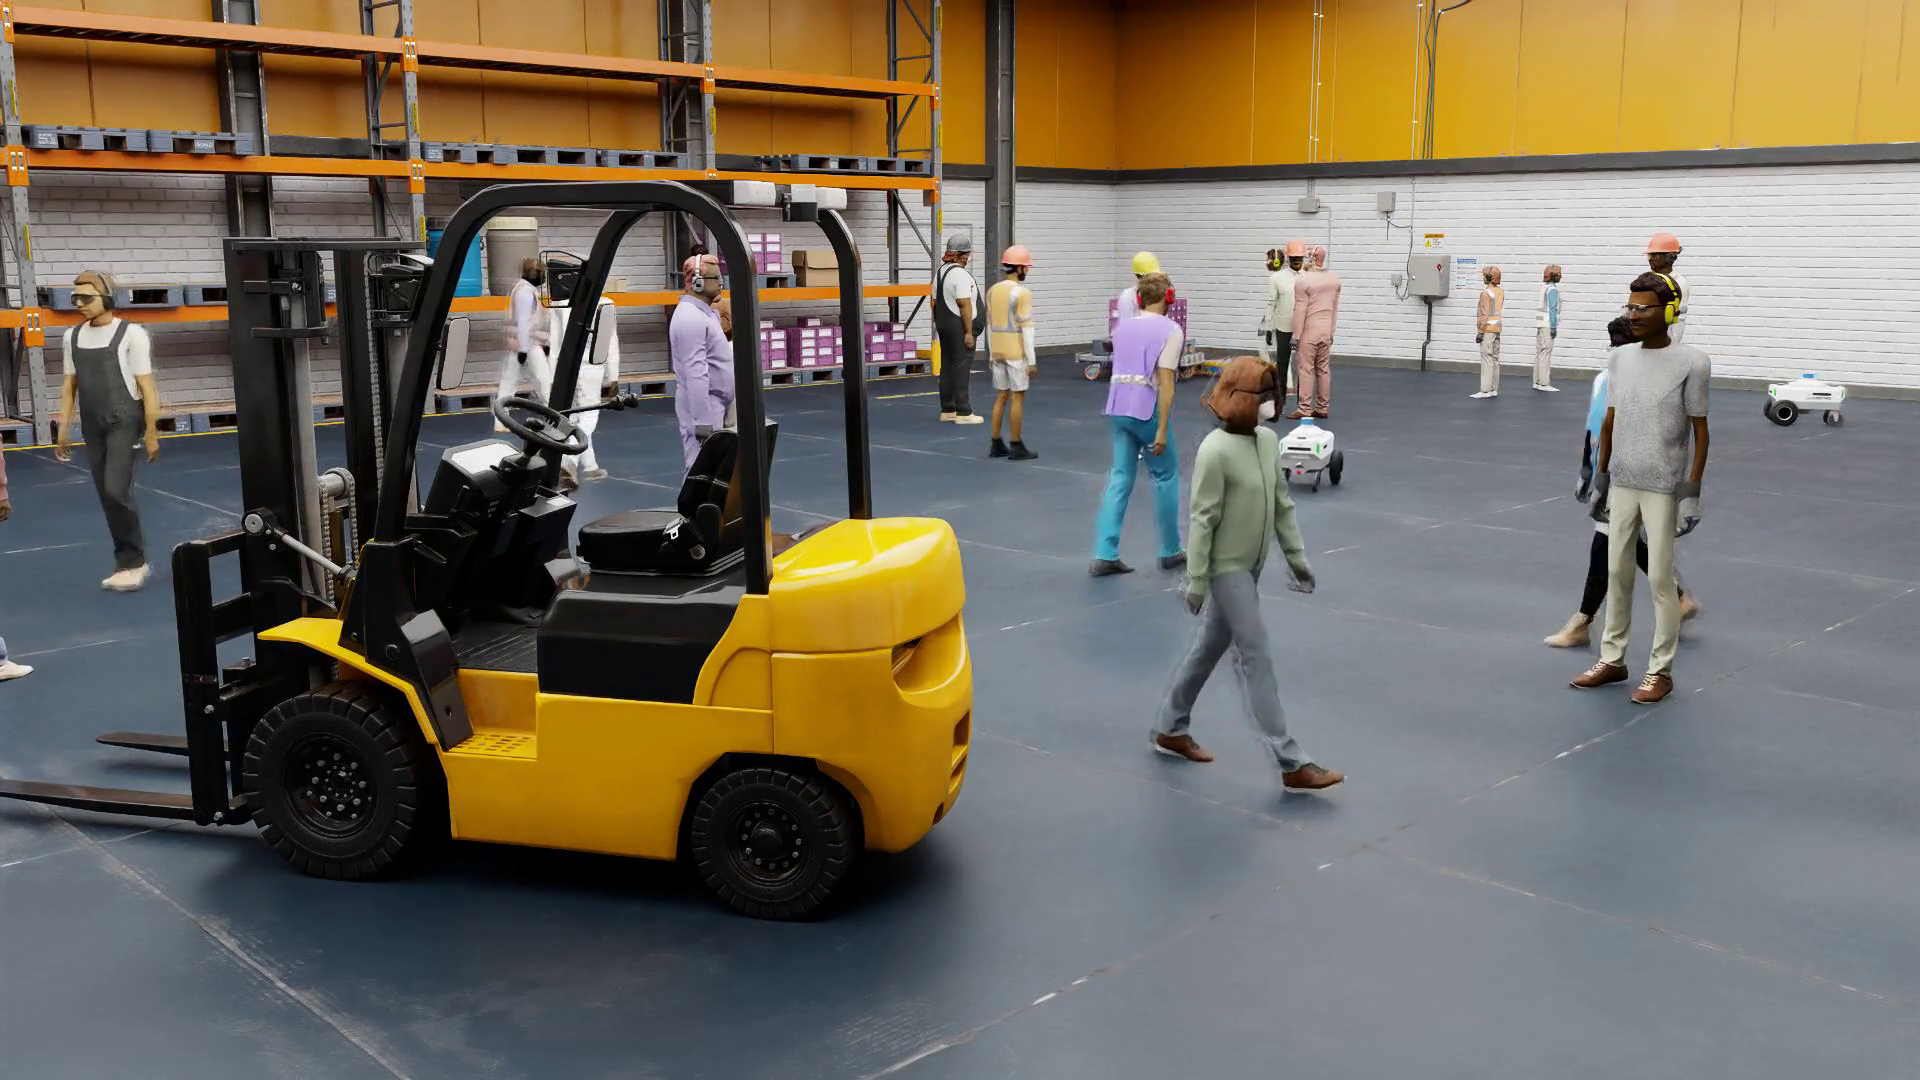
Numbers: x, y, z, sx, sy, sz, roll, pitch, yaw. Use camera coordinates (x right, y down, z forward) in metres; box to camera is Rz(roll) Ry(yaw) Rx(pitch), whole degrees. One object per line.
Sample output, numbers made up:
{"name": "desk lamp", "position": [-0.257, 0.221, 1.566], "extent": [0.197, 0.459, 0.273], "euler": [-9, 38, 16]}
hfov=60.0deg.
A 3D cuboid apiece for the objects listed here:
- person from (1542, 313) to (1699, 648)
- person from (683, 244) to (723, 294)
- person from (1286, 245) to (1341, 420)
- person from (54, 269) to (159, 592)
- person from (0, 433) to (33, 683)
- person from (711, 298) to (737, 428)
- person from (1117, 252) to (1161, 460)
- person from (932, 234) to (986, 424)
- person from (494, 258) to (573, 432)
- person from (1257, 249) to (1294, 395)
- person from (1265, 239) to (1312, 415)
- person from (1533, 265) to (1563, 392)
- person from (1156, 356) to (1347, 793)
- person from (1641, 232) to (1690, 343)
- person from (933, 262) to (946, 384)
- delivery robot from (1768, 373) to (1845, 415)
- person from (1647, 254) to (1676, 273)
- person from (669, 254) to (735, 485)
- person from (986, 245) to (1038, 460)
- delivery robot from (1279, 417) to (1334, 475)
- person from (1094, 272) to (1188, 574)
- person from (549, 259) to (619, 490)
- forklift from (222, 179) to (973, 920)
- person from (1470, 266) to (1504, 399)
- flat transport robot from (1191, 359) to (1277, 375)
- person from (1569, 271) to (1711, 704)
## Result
{"name": "person", "position": [3.327, -0.288, 8.150], "extent": [0.834, 1.661, 0.529], "euler": [-2, 11, -10]}
{"name": "person", "position": [-2.932, -2.404, 18.988], "extent": [0.392, 1.919, 0.592], "euler": [6, 12, 29]}
{"name": "person", "position": [3.867, -2.274, 18.294], "extent": [0.651, 1.913, 0.410], "euler": [-7, 13, -35]}
{"name": "person", "position": [-4.851, -0.600, 9.390], "extent": [0.523, 1.829, 0.504], "euler": [2, 11, 13]}
{"name": "person", "position": [-4.535, -0.218, 7.478], "extent": [0.523, 1.769, 0.316], "euler": [0, 10, 2]}
{"name": "person", "position": [-1.437, -0.707, 10.509], "extent": [0.274, 1.632, 0.503], "euler": [0, 10, 2]}
{"name": "person", "position": [1.593, -1.629, 14.873], "extent": [0.622, 1.870, 0.614], "euler": [-10, 14, -43]}
{"name": "person", "position": [0.014, -2.284, 17.997], "extent": [0.537, 2.000, 0.679], "euler": [-5, 12, -27]}
{"name": "person", "position": [-4.389, -1.997, 17.141], "extent": [0.971, 1.782, 0.648], "euler": [-4, 11, -19]}
{"name": "person", "position": [3.941, -2.754, 21.115], "extent": [0.747, 1.846, 0.535], "euler": [3, 11, 15]}
{"name": "person", "position": [3.766, -2.393, 18.759], "extent": [0.628, 1.983, 0.424], "euler": [0, 10, 0]}
{"name": "person", "position": [7.654, -2.754, 21.652], "extent": [0.314, 1.641, 0.515], "euler": [1, 10, 6]}
{"name": "person", "position": [1.064, 0.115, 6.150], "extent": [0.859, 1.586, 0.501], "euler": [7, 13, 34]}
{"name": "person", "position": [6.292, -1.739, 15.023], "extent": [0.377, 2.044, 0.607], "euler": [-1, 10, -7]}
{"name": "person", "position": [-0.122, -2.965, 22.647], "extent": [0.529, 1.697, 0.321], "euler": [-2, 11, -13]}
{"name": "delivery robot", "position": [9.050, -1.547, 17.779], "extent": [0.707, 0.478, 0.477], "euler": [3, 11, 17]}
{"name": "person", "position": [7.317, -2.144, 17.518], "extent": [0.551, 1.936, 0.356], "euler": [-7, 13, -34]}
{"name": "person", "position": [-1.538, -0.766, 10.086], "extent": [0.409, 1.907, 0.650], "euler": [-2, 10, -8]}
{"name": "person", "position": [0.480, -1.687, 15.037], "extent": [0.373, 1.935, 0.557], "euler": [-8, 13, -37]}
{"name": "delivery robot", "position": [2.797, -0.747, 13.416], "extent": [0.477, 0.478, 0.707], "euler": [4, 11, 21]}
{"name": "person", "position": [1.128, -0.698, 10.007], "extent": [0.865, 1.796, 0.583], "euler": [-9, 14, -41]}
{"name": "person", "position": [-3.071, -1.335, 13.393], "extent": [0.589, 1.846, 0.944], "euler": [3, 11, 14]}
{"name": "forklift", "position": [-1.114, -0.058, 5.440], "extent": [2.313, 2.155, 1.214], "euler": [2, 11, 13]}
{"name": "person", "position": [6.589, -2.579, 20.704], "extent": [0.308, 1.641, 0.514], "euler": [8, 13, 39]}
{"name": "flat transport robot", "position": [3.919, -2.437, 23.663], "extent": [0.652, 0.197, 1.431], "euler": [-7, 13, -35]}
{"name": "person", "position": [2.981, -0.224, 7.237], "extent": [0.309, 1.868, 0.535], "euler": [-7, 12, -32]}
